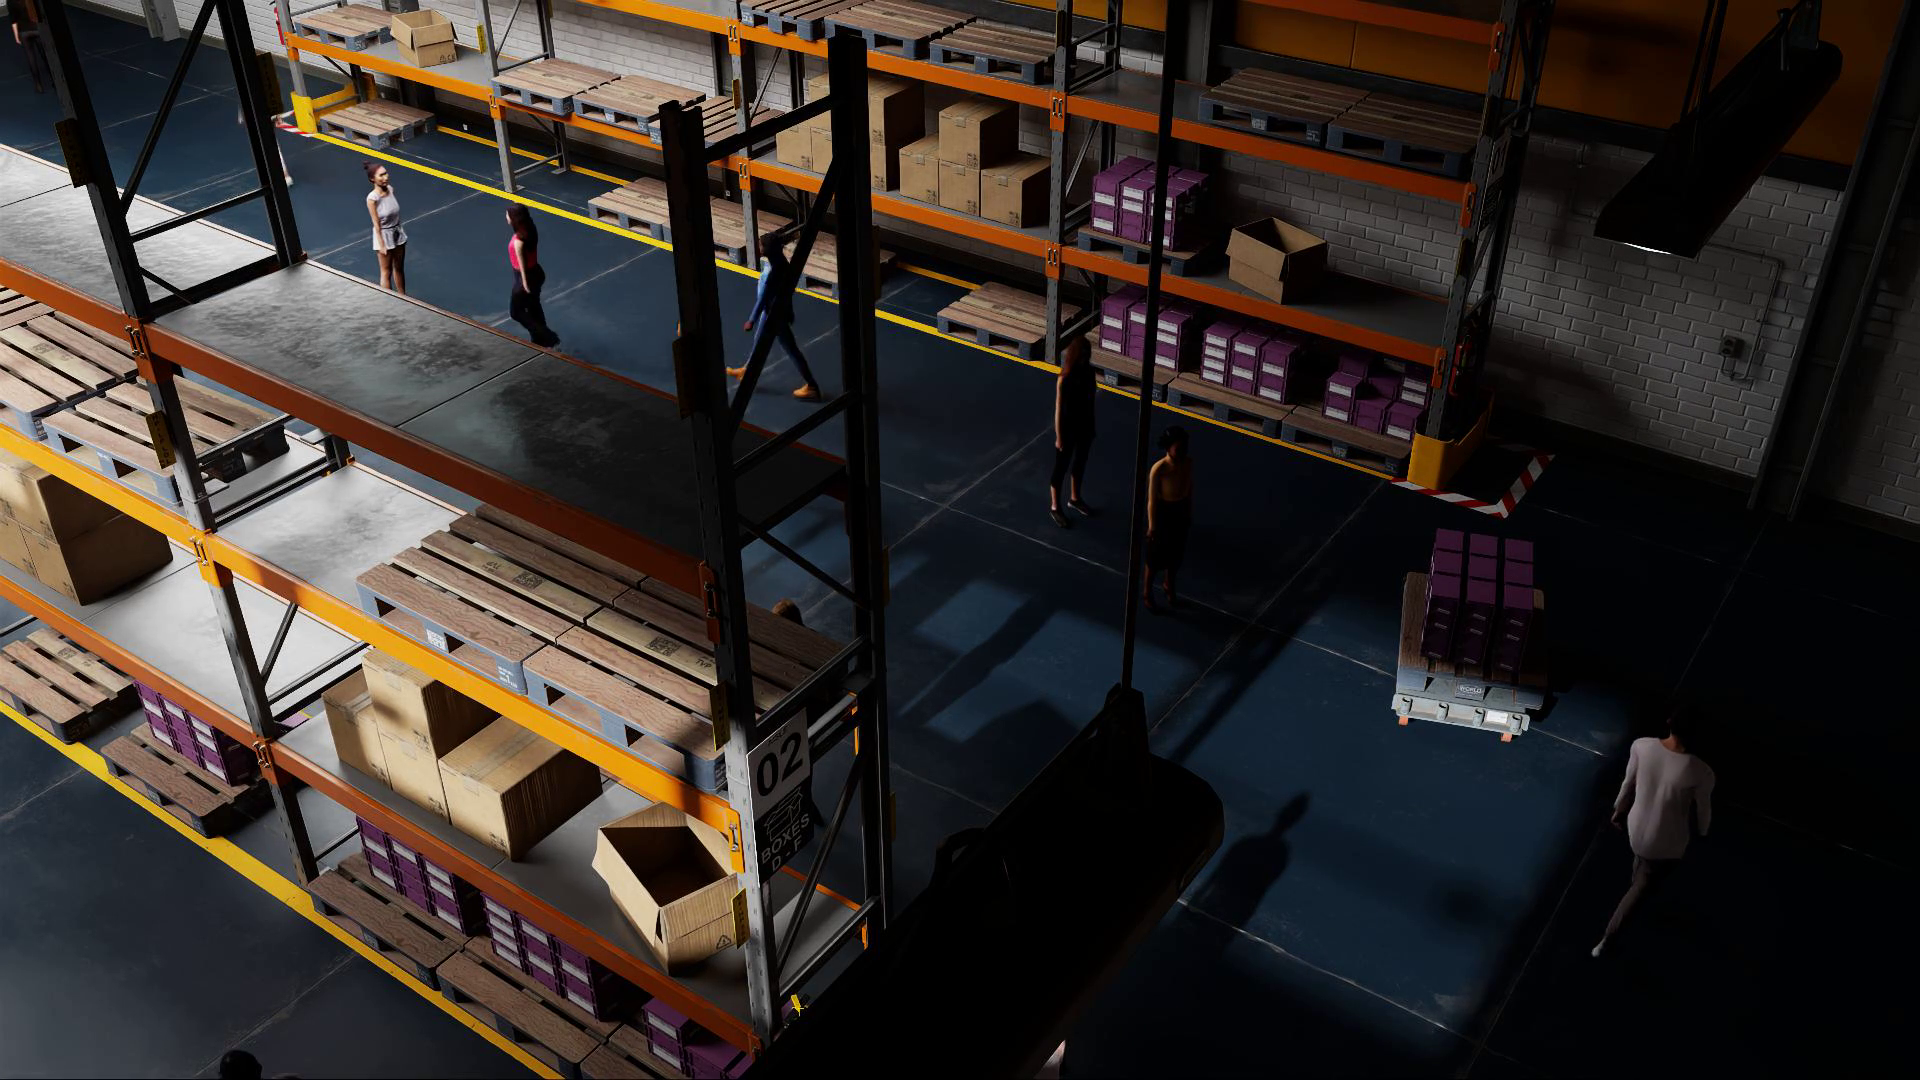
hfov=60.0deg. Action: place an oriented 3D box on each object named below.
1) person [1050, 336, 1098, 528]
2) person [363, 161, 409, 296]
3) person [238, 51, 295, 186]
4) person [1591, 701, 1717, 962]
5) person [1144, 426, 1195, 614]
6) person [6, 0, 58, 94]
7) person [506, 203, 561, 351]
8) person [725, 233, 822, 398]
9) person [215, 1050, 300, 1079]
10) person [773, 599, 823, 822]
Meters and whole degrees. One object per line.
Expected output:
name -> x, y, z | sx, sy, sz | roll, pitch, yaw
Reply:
person -> 0.972, -0.950, 14.101 | 0.634, 1.725, 0.606 | -23, 40, -30
person -> -6.056, -3.222, 17.627 | 0.606, 1.605, 0.617 | 11, 35, 16
person -> -8.542, -5.187, 20.534 | 1.028, 1.660, 0.626 | 21, 39, 29
person -> 4.138, 1.766, 9.945 | 0.980, 1.803, 1.156 | -22, 39, -29
person -> 1.631, -0.163, 12.984 | 0.636, 1.651, 0.649 | -19, 38, -26
person -> -13.146, -7.188, 23.558 | 0.633, 1.644, 0.608 | -23, 40, -30
person -> -4.241, -2.585, 16.628 | 0.809, 1.650, 0.733 | 4, 34, 6
person -> -1.648, -2.087, 15.867 | 1.294, 1.663, 1.023 | 4, 34, 6
person -> -3.196, 3.106, 7.999 | 1.032, 1.725, 0.686 | 19, 38, 26
person -> -1.085, 1.148, 10.839 | 0.684, 1.843, 0.662 | -20, 39, -28
